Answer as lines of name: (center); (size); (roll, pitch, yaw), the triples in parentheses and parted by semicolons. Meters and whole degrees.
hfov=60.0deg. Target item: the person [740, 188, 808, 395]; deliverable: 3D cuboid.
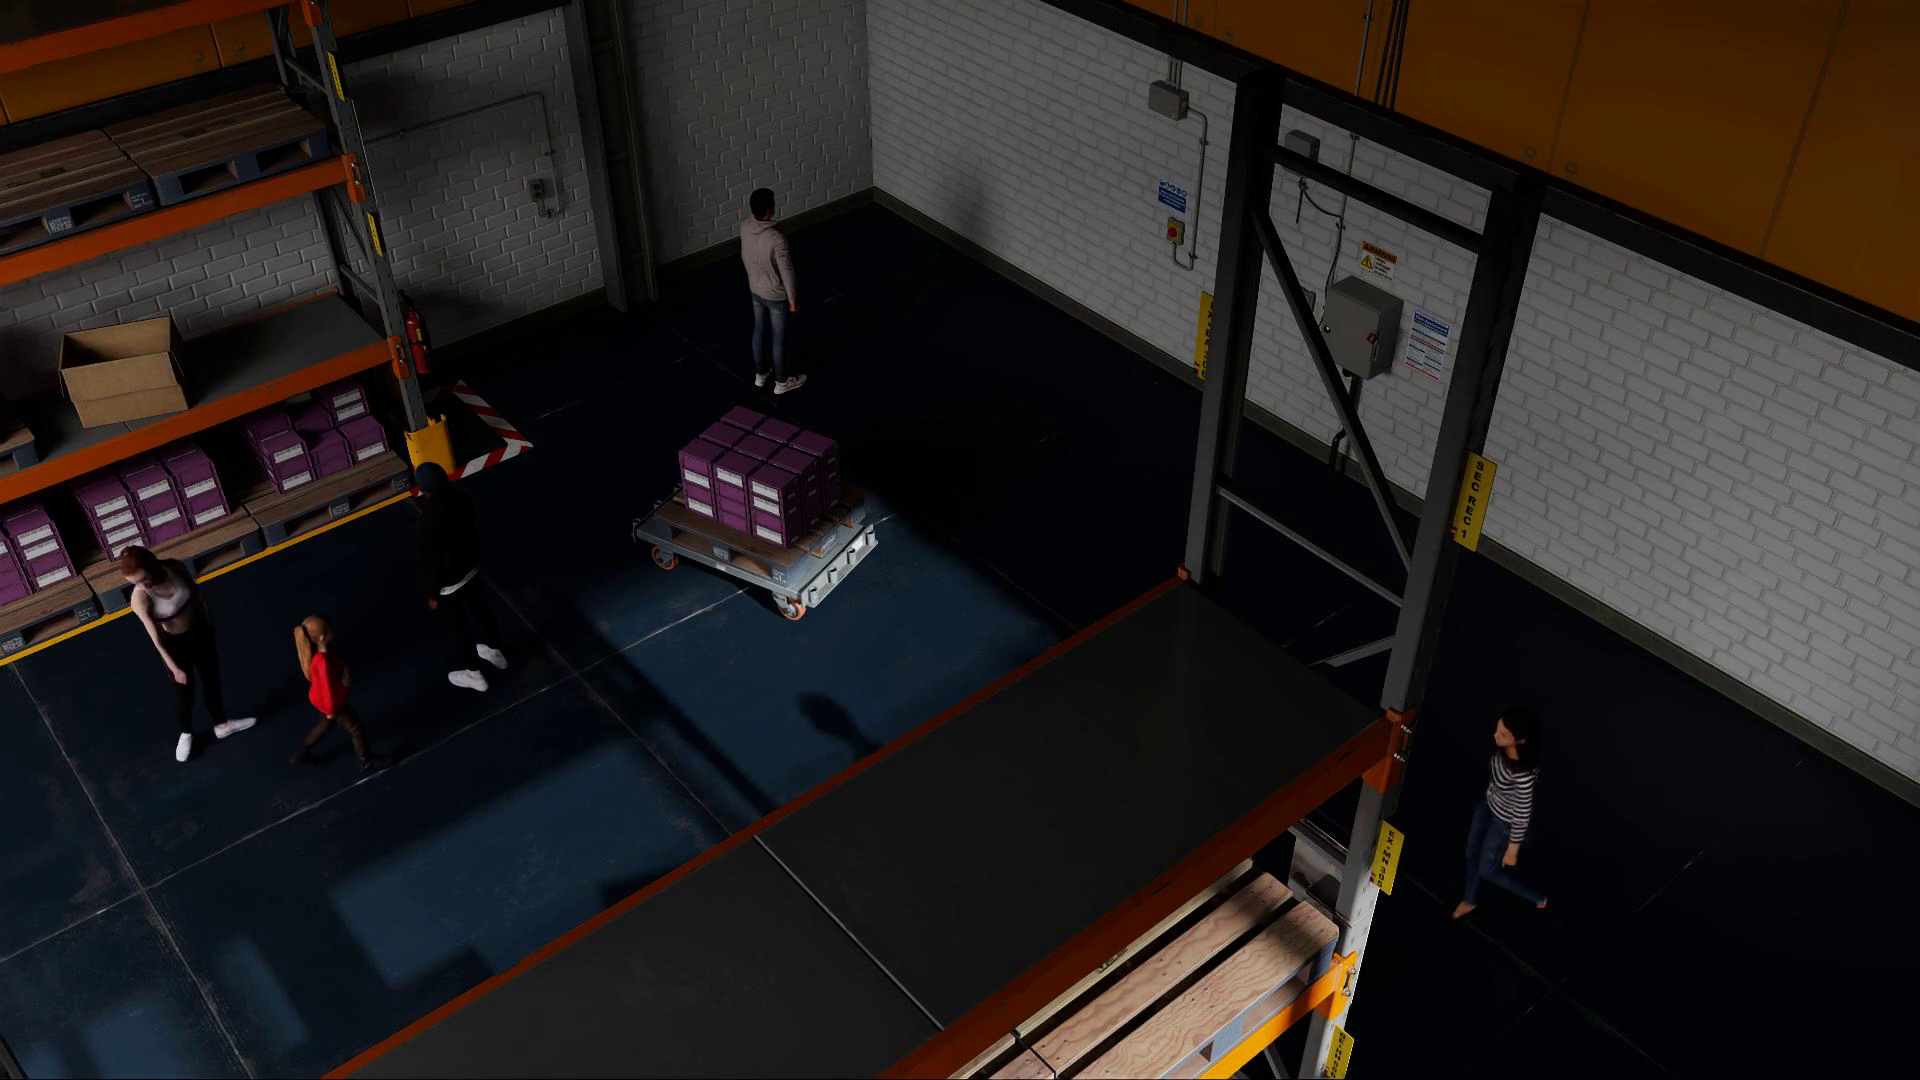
person: (-1.615, -2.100, 13.971); (0.723, 1.853, 0.649); (25, 45, 28)

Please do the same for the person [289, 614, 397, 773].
person: (-4.041, 1.008, 10.553); (0.885, 1.263, 0.615); (-19, 42, -22)

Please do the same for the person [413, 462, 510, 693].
person: (-3.361, 0.226, 11.088); (0.810, 1.817, 0.661); (16, 41, 19)

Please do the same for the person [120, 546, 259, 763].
person: (-4.936, 0.632, 10.647); (0.863, 1.732, 0.736); (3, 39, 3)

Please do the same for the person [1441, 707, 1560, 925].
person: (3.146, 1.612, 9.394); (1.005, 1.765, 0.932); (3, 39, 3)
